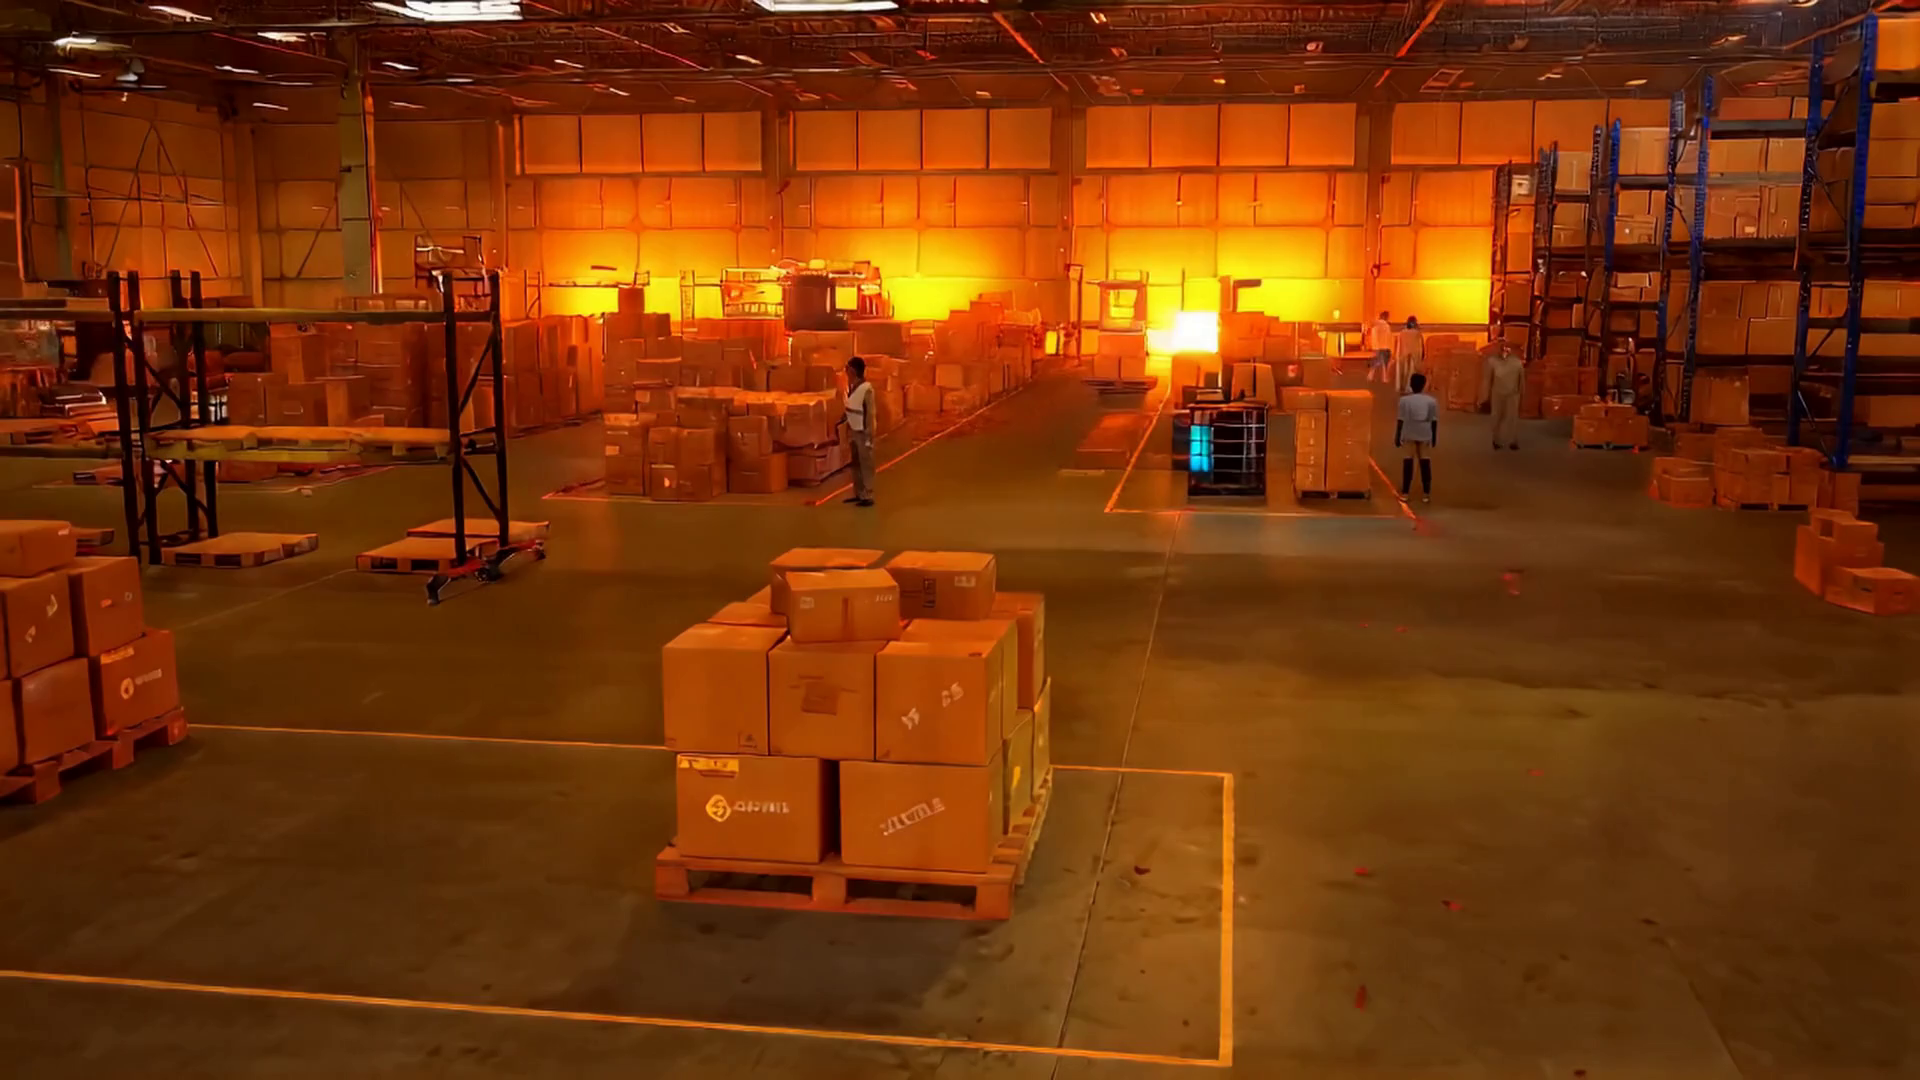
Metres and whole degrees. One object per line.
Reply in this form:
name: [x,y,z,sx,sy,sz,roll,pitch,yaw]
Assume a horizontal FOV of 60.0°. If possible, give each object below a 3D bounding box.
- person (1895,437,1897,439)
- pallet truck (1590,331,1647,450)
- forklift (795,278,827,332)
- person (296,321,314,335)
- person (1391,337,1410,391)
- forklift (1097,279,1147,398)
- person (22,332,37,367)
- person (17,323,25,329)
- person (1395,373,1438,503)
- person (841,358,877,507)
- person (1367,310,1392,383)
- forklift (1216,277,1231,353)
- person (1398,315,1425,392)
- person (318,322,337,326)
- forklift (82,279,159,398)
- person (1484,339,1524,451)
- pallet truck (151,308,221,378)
person: [17.261,-2.760,29.875,0.934,1.927,0.610,0,9,1]
pallet truck: [11.253,-2.573,28.499,0.823,1.965,1.885,5,10,27]
forklift: [-3.822,-5.321,42.732,1.873,2.768,1.129,-9,13,-43]
person: [-14.704,-4.011,37.574,0.651,1.928,0.517,2,9,13]
person: [11.124,-4.536,41.758,0.578,1.611,0.505,3,10,16]
forklift: [3.918,-4.871,39.954,1.129,2.768,1.873,1,9,8]
person: [-19.654,-3.536,35.263,0.466,1.725,0.502,-4,10,-22]
person: [-25.317,-5.060,45.001,0.539,1.614,0.605,-8,12,-41]
person: [5.957,-1.327,21.736,0.540,1.695,0.317,0,9,-2]
person: [-1.285,-1.393,21.469,0.383,1.916,0.591,-5,11,-30]
person: [11.345,-5.201,44.768,0.580,1.979,0.632,-6,11,-32]
forklift: [7.669,-6.238,48.387,1.873,2.768,1.129,1,9,9]
person: [11.271,-4.659,41.593,0.632,1.925,0.650,3,10,15]
person: [-16.814,-5.105,44.349,0.651,1.918,0.454,-4,10,-23]
forklift: [-20.071,-4.732,39.101,1.873,2.768,1.129,1,9,9]
person: [9.182,-2.433,28.012,0.679,1.866,0.909,1,9,5]
pallet truck: [-21.869,-5.598,47.154,0.823,1.965,1.885,4,10,26]
